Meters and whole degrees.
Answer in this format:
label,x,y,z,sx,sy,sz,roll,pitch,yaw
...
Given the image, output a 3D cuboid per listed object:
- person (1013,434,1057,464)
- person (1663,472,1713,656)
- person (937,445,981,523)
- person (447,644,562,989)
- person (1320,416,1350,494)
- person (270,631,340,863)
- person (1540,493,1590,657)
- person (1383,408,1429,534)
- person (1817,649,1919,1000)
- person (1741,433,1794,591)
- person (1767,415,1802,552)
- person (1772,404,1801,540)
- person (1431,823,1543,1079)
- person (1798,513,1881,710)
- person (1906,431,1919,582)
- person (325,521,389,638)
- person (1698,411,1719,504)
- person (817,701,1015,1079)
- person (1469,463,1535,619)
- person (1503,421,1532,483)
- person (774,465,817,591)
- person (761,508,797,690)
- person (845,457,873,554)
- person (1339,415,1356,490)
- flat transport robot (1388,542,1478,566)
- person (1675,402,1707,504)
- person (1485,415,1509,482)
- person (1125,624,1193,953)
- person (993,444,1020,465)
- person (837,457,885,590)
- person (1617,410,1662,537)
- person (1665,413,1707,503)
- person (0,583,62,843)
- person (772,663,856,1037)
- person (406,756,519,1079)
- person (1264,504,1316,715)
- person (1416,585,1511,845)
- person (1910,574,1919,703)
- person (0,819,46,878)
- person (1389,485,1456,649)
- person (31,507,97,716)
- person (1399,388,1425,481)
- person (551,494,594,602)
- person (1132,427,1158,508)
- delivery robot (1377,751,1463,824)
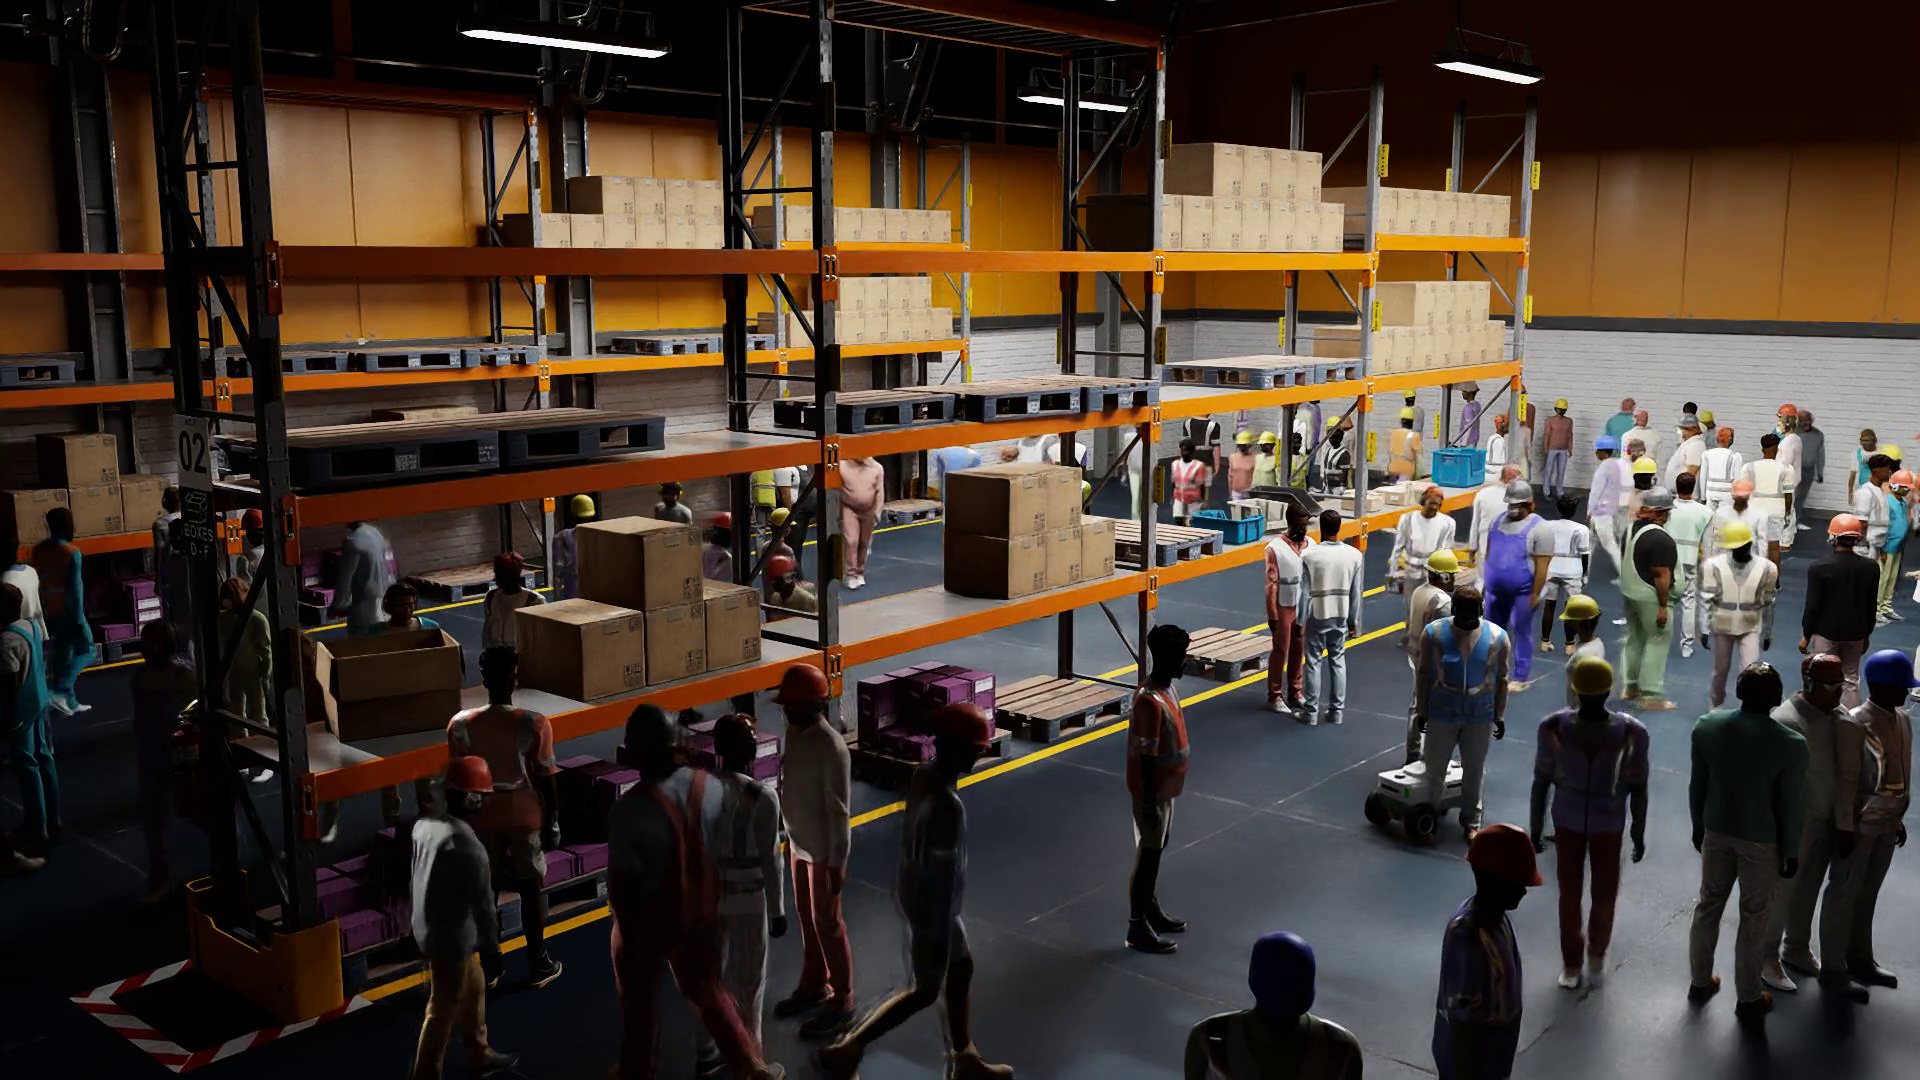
label,x,y,z,sx,sy,sz,roll,pitch,yaw
person,1.022,-0.832,23.252,0.729,2.000,0.545,7,12,37
person,7.429,0.255,17.172,0.585,1.911,0.391,3,10,18
person,-0.026,-0.560,21.785,0.603,2.002,1.005,1,10,8
person,-2.525,1.545,9.281,0.607,1.967,0.367,0,10,3
person,5.666,-1.011,25.234,0.485,1.737,0.321,-4,10,-24
person,-4.479,1.386,11.352,0.493,1.576,0.857,0,10,1
person,6.242,0.355,17.192,0.541,1.696,0.315,9,13,42
person,6.689,-1.039,25.002,1.008,1.871,0.606,-6,11,-32
person,5.066,1.557,9.262,0.602,1.949,0.390,-6,11,-32
person,9.942,-0.337,20.535,0.602,1.961,0.371,5,11,26
person,11.609,-0.794,23.366,0.366,1.931,0.632,6,11,33
person,12.066,-1.000,24.388,0.375,1.997,0.612,0,10,3
person,2.041,2.030,6.486,0.375,1.934,0.547,5,11,28
person,7.289,0.769,13.829,0.612,1.995,0.382,-1,10,-4
person,12.300,-0.473,21.143,0.428,2.032,0.609,2,10,11
person,-5.630,0.559,15.404,0.988,1.888,0.639,0,10,-1
person,11.751,-1.178,26.232,0.348,1.730,0.540,-8,13,-41
person,-0.212,1.750,8.021,0.924,1.988,0.679,-1,10,-9
person,5.885,0.108,18.133,0.665,1.884,0.608,4,11,25
person,9.174,-1.314,27.387,0.530,1.607,0.490,0,10,-3
person,-1.984,-0.361,20.438,0.538,2.000,0.684,2,10,10
person,-1.679,0.574,15.678,0.314,1.769,0.523,-7,12,-37
person,-1.410,-0.660,23.115,0.312,1.742,0.493,-8,12,-40
person,6.125,-1.184,26.570,0.500,1.633,0.280,-9,13,-44
flat transport robot,6.434,0.184,22.458,0.652,0.197,1.431,9,13,43
person,11.310,-1.186,25.773,0.395,1.910,0.586,-3,10,-18
person,7.737,-0.873,24.002,0.355,1.876,0.574,2,10,10
person,1.175,1.452,9.864,0.364,1.958,0.609,3,10,16
person,0.631,-0.469,22.335,0.545,1.614,0.448,3,10,16
person,-1.233,-0.312,20.653,0.642,1.864,0.903,-3,10,-16
person,9.961,-0.967,24.465,0.652,1.904,0.403,-2,10,-12
person,9.889,-0.734,22.665,0.537,2.000,0.697,3,10,19
person,-6.589,1.205,11.682,0.325,1.841,0.516,-1,10,-5
person,-0.788,1.618,8.806,0.410,1.984,0.617,-5,11,-29
person,-2.374,1.884,8.023,0.743,1.703,0.586,-7,12,-38
person,2.976,0.616,15.018,0.598,1.908,0.410,-7,12,-35
person,3.499,1.218,11.608,0.624,1.845,0.430,2,10,13
person,9.012,0.602,15.306,0.562,1.836,0.397,-8,13,-40
person,-6.499,1.456,10.741,0.530,1.652,0.870,7,12,35
person,4.737,0.320,17.012,0.633,1.844,0.886,4,10,22
person,-8.010,0.652,14.825,0.589,1.905,0.458,4,10,24
person,7.689,-1.645,28.456,0.589,1.924,0.384,-7,12,-36
person,-3.490,0.525,15.492,0.592,1.925,0.382,-4,10,-25
person,3.046,-1.337,27.460,0.309,1.641,0.513,-9,13,-44
delivery robot,3.349,1.760,11.927,0.707,0.478,0.477,-5,11,-28
